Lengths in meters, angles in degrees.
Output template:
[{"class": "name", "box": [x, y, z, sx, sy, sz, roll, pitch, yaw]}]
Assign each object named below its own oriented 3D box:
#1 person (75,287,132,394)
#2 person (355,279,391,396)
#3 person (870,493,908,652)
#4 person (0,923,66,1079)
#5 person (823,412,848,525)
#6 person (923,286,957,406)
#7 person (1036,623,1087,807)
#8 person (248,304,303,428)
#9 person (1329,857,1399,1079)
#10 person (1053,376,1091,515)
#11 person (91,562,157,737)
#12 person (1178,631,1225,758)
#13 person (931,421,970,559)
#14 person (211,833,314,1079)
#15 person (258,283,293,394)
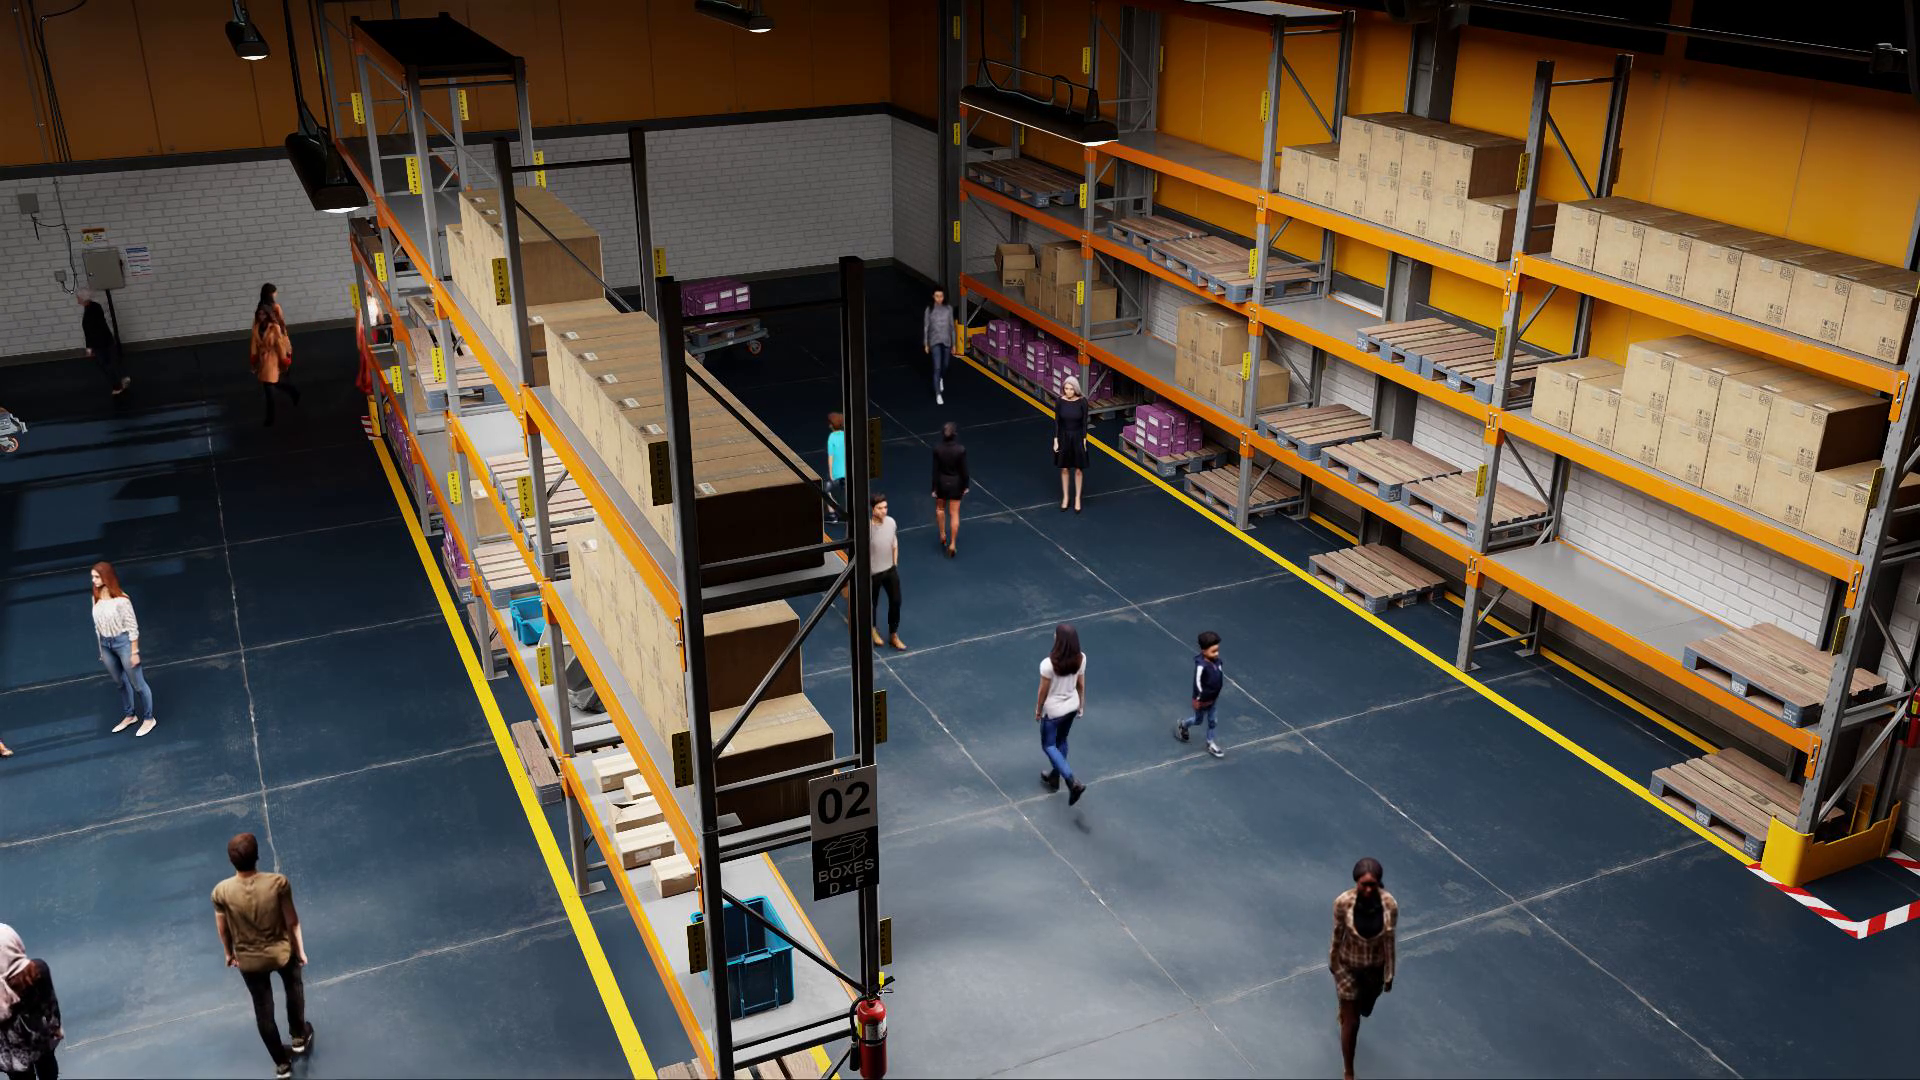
[{"class": "person", "box": [-12.655, -2.943, 24.676, 0.815, 1.755, 0.740, 2, 24, 4]}, {"class": "person", "box": [-8.764, -2.953, 24.449, 1.181, 1.768, 1.130, 8, 25, 18]}, {"class": "person", "box": [-0.868, 0.282, 17.126, 0.655, 1.706, 0.786, -13, 27, -27]}, {"class": "person", "box": [-5.973, 3.195, 10.596, 0.680, 1.598, 1.093, -12, 26, -26]}, {"class": "person", "box": [-1.409, -0.835, 20.021, 0.719, 1.433, 0.646, 21, 31, 40]}, {"class": "person", "box": [-0.302, -2.906, 24.426, 0.738, 1.700, 1.147, -6, 24, -14]}, {"class": "person", "box": [0.899, 1.529, 14.321, 0.689, 1.667, 0.992, -14, 27, -29]}, {"class": "person", "box": [-9.697, -2.504, 23.531, 1.152, 1.681, 1.260, 7, 25, 16]}, {"class": "person", "box": [2.685, 2.851, 11.176, 0.891, 1.765, 1.135, 1, 24, 1]}, {"class": "person", "box": [1.367, -1.180, 20.424, 0.713, 1.743, 0.744, 4, 24, 9]}, {"class": "person", "box": [-7.807, 0.996, 15.466, 0.644, 1.728, 0.694, 7, 25, 16]}, {"class": "person", "box": [2.230, 1.380, 15.233, 0.622, 1.210, 0.798, -18, 30, -36]}, {"class": "person", "box": [-0.124, -0.551, 19.131, 0.737, 1.625, 0.812, 1, 24, 3]}, {"class": "person", "box": [-4.658, 2.826, 11.135, 0.728, 1.843, 0.780, -7, 25, -15]}, {"class": "person", "box": [-10.134, -2.922, 24.516, 0.788, 1.657, 0.850, 5, 24, 11]}]
